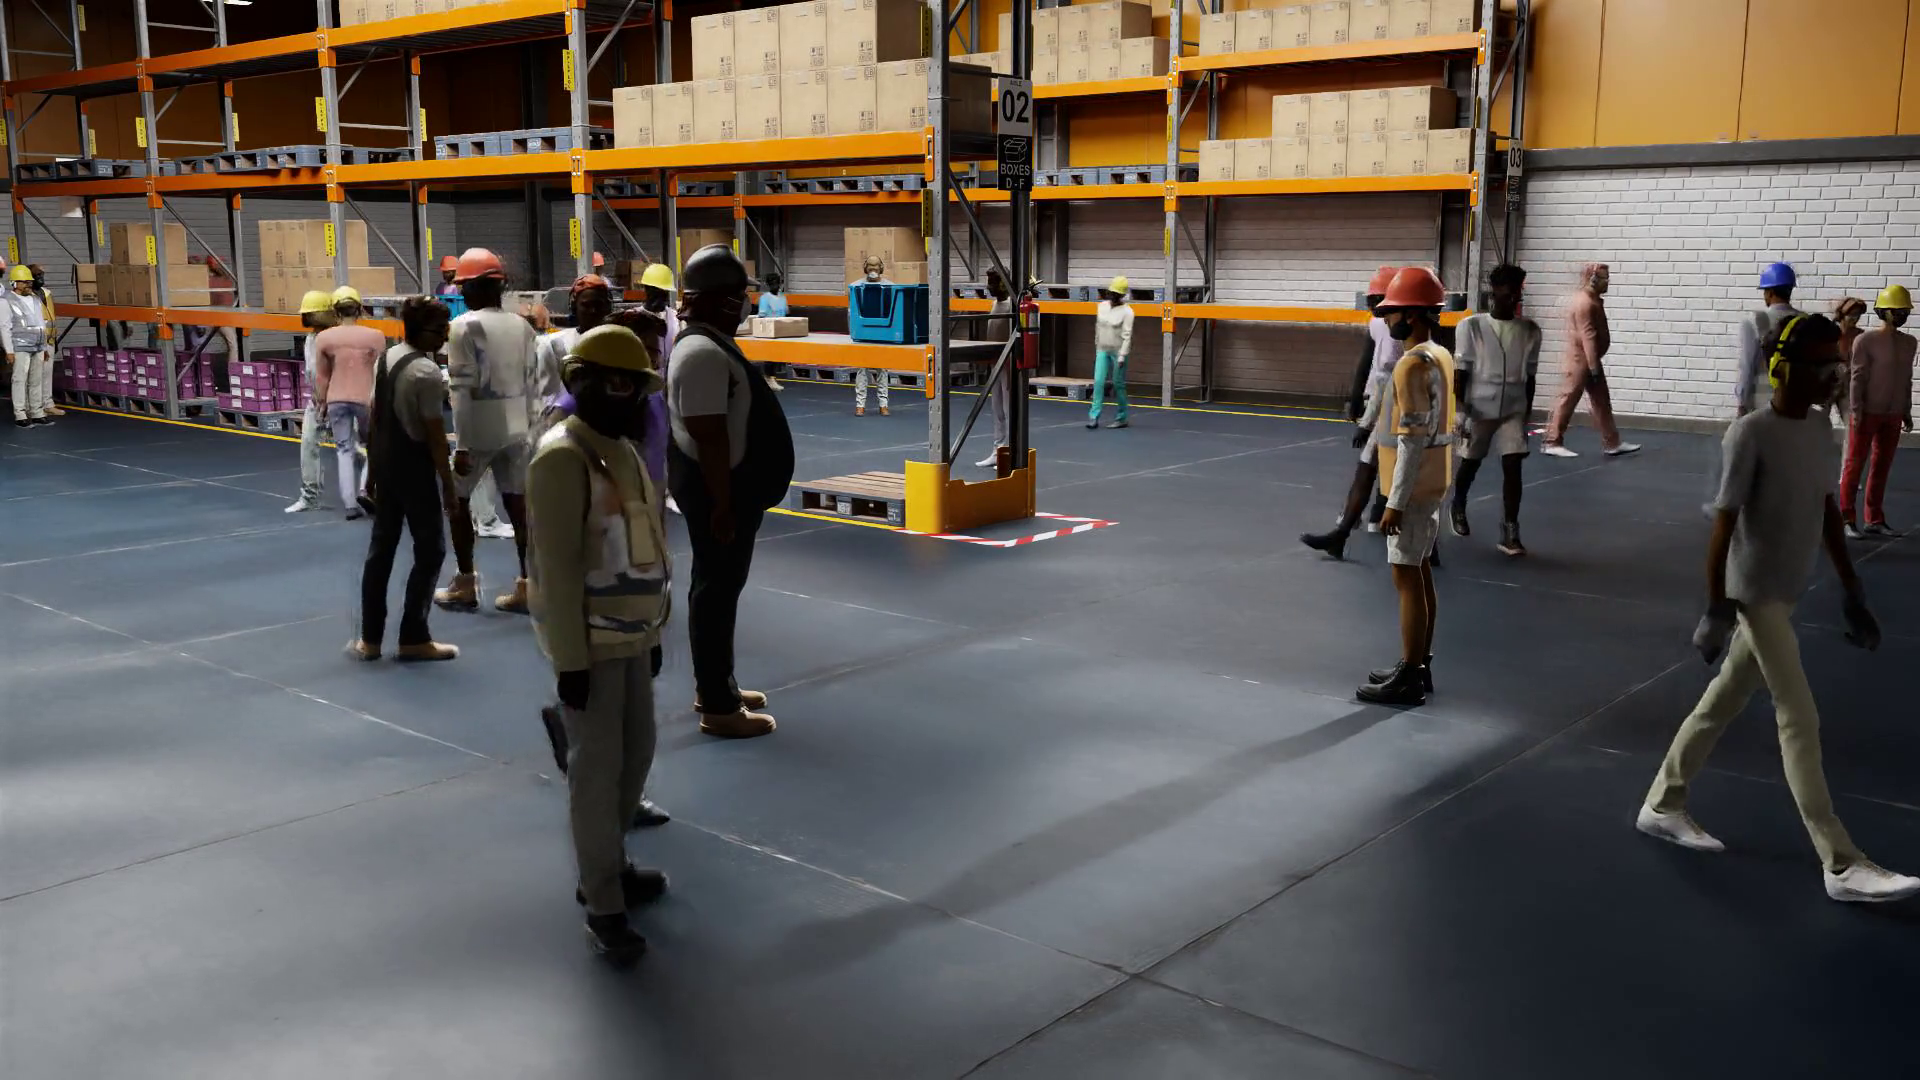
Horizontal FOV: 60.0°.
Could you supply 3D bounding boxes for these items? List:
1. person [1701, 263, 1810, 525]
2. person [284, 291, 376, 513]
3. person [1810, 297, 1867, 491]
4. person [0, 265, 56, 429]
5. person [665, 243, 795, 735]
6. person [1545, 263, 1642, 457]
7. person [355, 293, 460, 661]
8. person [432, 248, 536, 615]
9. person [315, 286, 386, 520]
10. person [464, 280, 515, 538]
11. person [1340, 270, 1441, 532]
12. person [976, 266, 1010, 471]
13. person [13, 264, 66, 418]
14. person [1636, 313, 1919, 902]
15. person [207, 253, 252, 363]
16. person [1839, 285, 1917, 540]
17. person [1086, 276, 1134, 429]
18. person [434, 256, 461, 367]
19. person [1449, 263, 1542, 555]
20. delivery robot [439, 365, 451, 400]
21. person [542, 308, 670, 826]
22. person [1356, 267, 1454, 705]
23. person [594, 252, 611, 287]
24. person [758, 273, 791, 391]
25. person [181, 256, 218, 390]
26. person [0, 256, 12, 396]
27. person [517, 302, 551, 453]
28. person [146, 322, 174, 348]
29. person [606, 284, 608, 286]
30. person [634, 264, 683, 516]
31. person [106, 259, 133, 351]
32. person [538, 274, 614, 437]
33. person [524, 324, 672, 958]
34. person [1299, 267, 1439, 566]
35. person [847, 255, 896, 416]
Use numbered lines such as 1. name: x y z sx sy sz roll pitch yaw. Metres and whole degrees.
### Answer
1. person: 5.662 -0.983 11.740 0.628 1.907 0.926 -1 10 -4
2. person: -4.826 -1.077 12.881 0.503 1.707 0.795 7 12 35
3. person: 7.352 -1.210 13.894 0.520 1.614 0.634 0 10 -2
4. person: -10.528 -2.178 18.774 0.404 1.830 0.602 2 10 13
5. person: -0.965 -0.217 7.014 0.538 2.000 0.685 -2 10 -10
6. person: 6.142 -1.707 15.997 0.947 1.865 0.678 5 11 28
7. person: -2.753 -0.296 8.149 0.685 1.808 0.398 7 12 36
8. person: -2.669 -0.593 9.220 0.815 2.011 0.654 6 12 31
9. person: -4.512 -1.019 12.426 0.576 1.732 0.400 0 10 -3
10. person: -3.311 -0.977 11.664 0.368 1.928 0.585 -4 11 -22
11. person: 3.105 -0.980 11.837 0.449 1.873 0.629 -7 12 -33
12. person: 0.379 -1.566 15.202 0.326 1.865 0.518 -5 11 -28
13. person: -11.062 -2.381 19.949 0.430 1.835 0.621 2 10 9
14. person: 2.642 0.195 5.304 0.538 1.818 0.971 -8 13 -38
15. person: -10.594 -3.181 24.172 0.458 1.943 0.654 5 11 25
16. person: 6.428 -0.885 11.600 0.523 1.769 0.322 -3 10 -15
17. person: 1.650 -2.054 18.402 0.590 1.704 0.816 7 12 37
18. person: -6.558 -2.699 21.475 0.584 1.923 0.395 5 11 24
19. person: 3.608 -0.910 11.284 0.601 1.933 0.954 0 10 1
20. delivery robot: -6.486 -1.963 20.919 0.707 0.478 0.477 7 12 34
21. person: -1.299 0.080 5.962 0.674 1.820 0.615 6 12 32
22. person: 1.990 -0.234 7.406 0.362 1.938 0.545 5 11 26
23. person: -4.863 -2.898 22.485 1.058 1.977 0.621 -4 11 -21
24. person: -2.585 -2.924 23.435 0.453 1.669 0.558 5 11 27
25. person: -10.894 -3.083 23.725 0.399 1.905 0.643 -9 13 -41
26. person: -13.257 -2.952 22.912 0.408 1.924 0.599 -1 10 -3
27. person: -3.159 -0.986 12.569 0.371 1.623 0.534 2 10 11
28. person: -12.657 -3.393 26.296 0.675 1.612 0.499 9 13 42
29. person: -4.174 -2.202 19.469 0.523 1.636 0.311 -6 12 -32
30. person: -2.265 -1.108 12.486 0.659 1.896 0.624 9 13 42
31. person: -12.132 -3.114 23.867 0.667 1.915 0.483 6 12 30
32. person: -1.982 -0.489 9.007 0.585 1.882 0.337 -6 11 -30
33. person: -1.036 0.290 4.843 0.404 1.796 0.648 2 10 11
34. person: 2.646 -0.777 10.601 0.952 1.889 0.562 2 10 13
35. person: -1.042 -2.450 20.037 0.628 1.935 0.373 -1 10 -7
